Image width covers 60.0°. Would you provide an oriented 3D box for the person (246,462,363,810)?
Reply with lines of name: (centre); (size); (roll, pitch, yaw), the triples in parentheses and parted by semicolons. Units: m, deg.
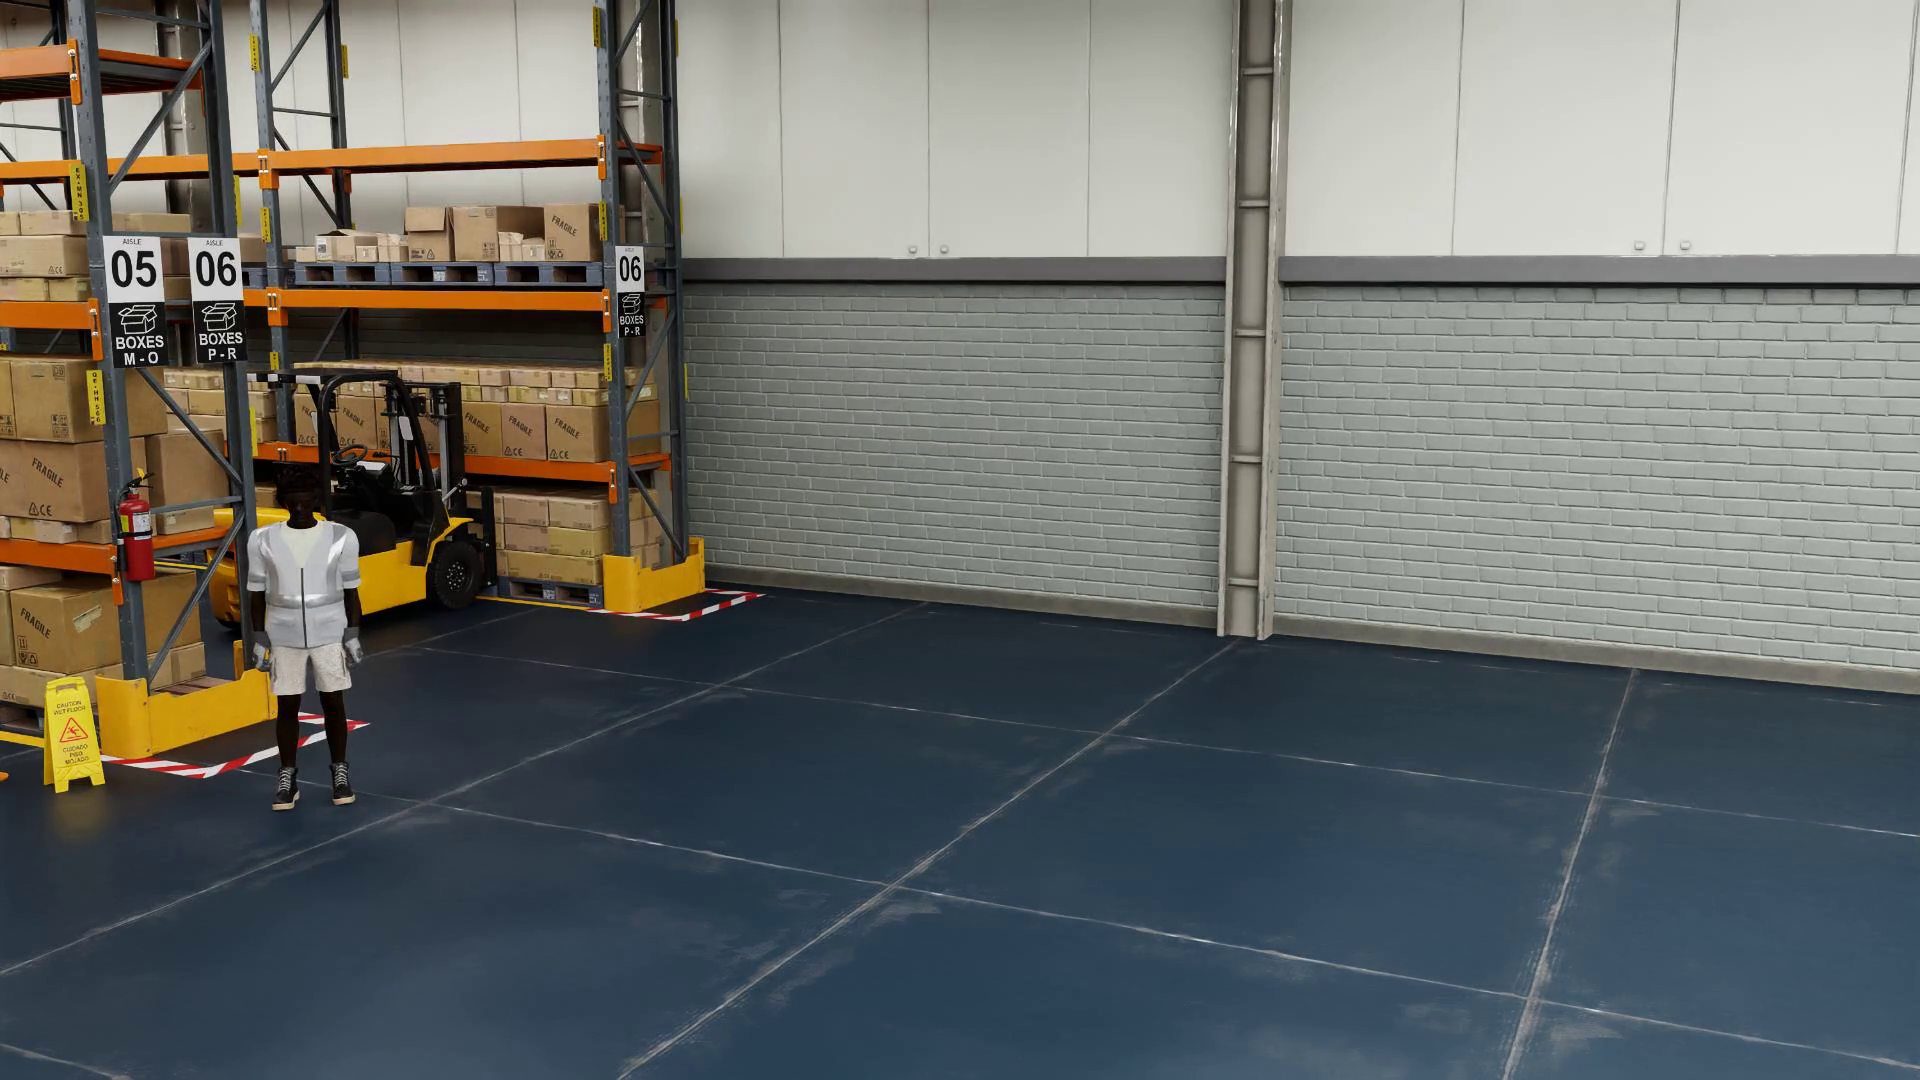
person: (-3.681, 0.540, 9.377); (0.603, 1.954, 0.367); (-3, 10, -19)
